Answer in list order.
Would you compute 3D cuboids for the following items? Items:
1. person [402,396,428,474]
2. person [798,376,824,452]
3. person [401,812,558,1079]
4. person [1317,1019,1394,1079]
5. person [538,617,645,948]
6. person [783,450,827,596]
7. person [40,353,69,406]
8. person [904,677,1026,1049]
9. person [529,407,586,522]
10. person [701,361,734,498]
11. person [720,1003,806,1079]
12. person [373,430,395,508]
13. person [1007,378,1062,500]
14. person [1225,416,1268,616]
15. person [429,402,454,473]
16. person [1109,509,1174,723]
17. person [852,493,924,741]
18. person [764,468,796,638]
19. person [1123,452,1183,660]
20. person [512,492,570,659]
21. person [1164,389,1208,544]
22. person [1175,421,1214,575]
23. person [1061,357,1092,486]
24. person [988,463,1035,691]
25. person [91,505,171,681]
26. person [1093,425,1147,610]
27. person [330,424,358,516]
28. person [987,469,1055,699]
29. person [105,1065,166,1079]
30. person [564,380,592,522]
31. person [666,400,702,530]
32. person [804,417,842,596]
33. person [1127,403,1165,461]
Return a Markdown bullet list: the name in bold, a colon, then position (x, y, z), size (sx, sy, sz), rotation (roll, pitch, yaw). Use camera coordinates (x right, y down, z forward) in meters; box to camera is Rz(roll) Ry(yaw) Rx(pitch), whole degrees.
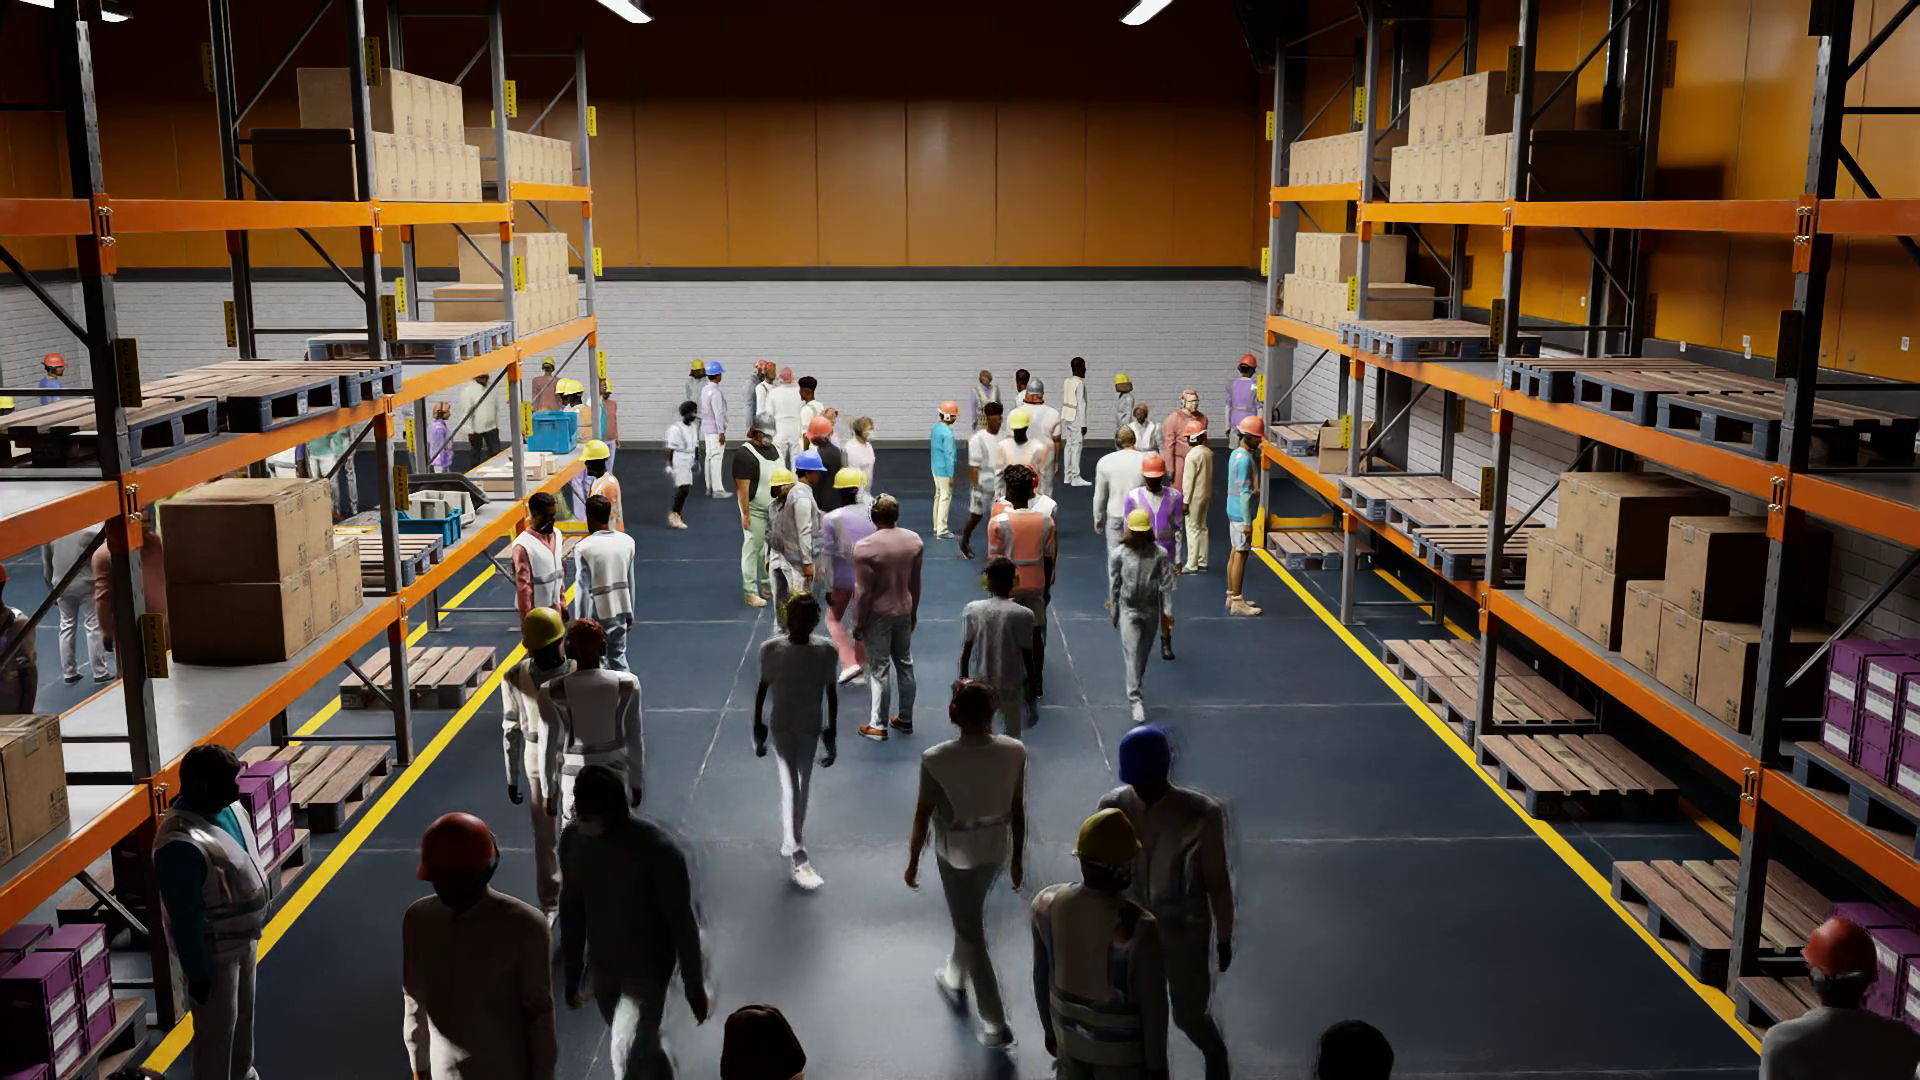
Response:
- **person**: position (-7.929, -1.630, 24.129), size (0.396, 1.917, 0.594), rotation (-10, 15, -40)
- **person**: position (-1.925, -1.165, 21.697), size (0.380, 1.958, 0.606), rotation (3, 12, 13)
- **person**: position (-1.763, 1.934, 6.083), size (0.617, 1.986, 0.408), rotation (3, 12, 14)
- **person**: position (1.201, 2.278, 4.629), size (0.431, 1.875, 0.647), rotation (1, 11, 3)
- **person**: position (-2.039, 1.355, 9.252), size (0.576, 1.880, 0.351), rotation (-4, 12, -20)
- **person**: position (-1.405, 0.145, 15.170), size (0.414, 1.939, 0.605), rotation (-2, 11, -8)
- **person**: position (-13.041, -1.684, 24.070), size (0.611, 2.042, 0.394), rotation (11, 16, 43)
- **person**: position (0.059, 1.585, 8.302), size (0.598, 1.803, 0.954), rotation (-6, 13, -27)
- **person**: position (-5.235, -0.919, 21.374), size (0.798, 1.587, 0.514), rotation (-4, 12, -21)
- **person**: position (-3.496, -1.574, 23.747), size (0.375, 1.950, 0.614), rotation (-6, 13, -26)
- **person**: position (-0.609, 2.257, 5.338), size (0.268, 1.632, 0.507), rotation (1, 11, 7)
- **person**: position (-7.869, -1.207, 22.707), size (0.279, 1.633, 0.499), rotation (-7, 13, -30)
- **person**: position (0.914, -1.001, 20.650), size (0.682, 2.000, 0.537), rotation (0, 11, 0)
- **person**: position (2.907, -0.252, 16.916), size (0.387, 2.034, 0.605), rotation (0, 11, 1)
- **person**: position (-6.716, -0.980, 21.586), size (0.313, 1.629, 0.526), rotation (-4, 12, -17)
- **person**: position (1.466, 0.568, 13.631), size (0.501, 1.702, 0.879), rotation (-2, 11, -8)
- **person**: position (-0.572, 0.591, 12.924), size (0.632, 1.940, 0.372), rotation (-9, 15, -39)
- **person**: position (-1.620, 0.194, 15.409), size (0.493, 1.743, 0.310), rotation (7, 13, 32)
- **person**: position (1.762, 0.150, 15.186), size (0.548, 1.924, 0.387), rotation (0, 11, -1)
- **person**: position (-3.317, 0.555, 13.197), size (0.408, 1.907, 0.598), rotation (3, 12, 16)
- **person**: position (2.823, -0.915, 20.558), size (0.651, 1.907, 0.409), rotation (-7, 13, -30)
- **person**: position (2.652, -0.481, 18.807), size (0.355, 1.740, 0.574), rotation (7, 13, 32)
- **person**: position (1.723, -1.770, 24.818), size (0.392, 1.919, 0.592), rotation (-4, 12, -20)
- **person**: position (0.441, 0.311, 14.277), size (0.389, 1.956, 0.610), rotation (-3, 12, -13)
- **person**: position (-6.244, 0.645, 12.744), size (0.403, 1.904, 0.652), rotation (10, 15, 41)
- **person**: position (1.736, -0.211, 17.025), size (0.747, 1.920, 0.401), rotation (3, 12, 13)
- **person**: position (-8.366, -1.186, 22.348), size (0.484, 1.738, 0.321), rotation (-10, 15, -42)
- **person**: position (0.503, 0.385, 13.925), size (0.599, 1.958, 0.379), rotation (-5, 12, -23)
- **person**: position (-2.203, 2.328, 4.510), size (0.636, 1.828, 0.639), rotation (-1, 11, -7)
- **person**: position (-4.925, -1.104, 21.491), size (0.399, 1.913, 0.595), rotation (4, 12, 19)
- **person**: position (-3.544, -0.961, 21.349), size (0.375, 1.669, 0.558), rotation (4, 12, 21)
- **person**: position (-1.538, -0.364, 17.740), size (0.773, 1.928, 0.669), rotation (3, 12, 16)
- **person**: position (2.416, -1.003, 21.712), size (0.556, 1.618, 0.586), rotation (3, 12, 14)
